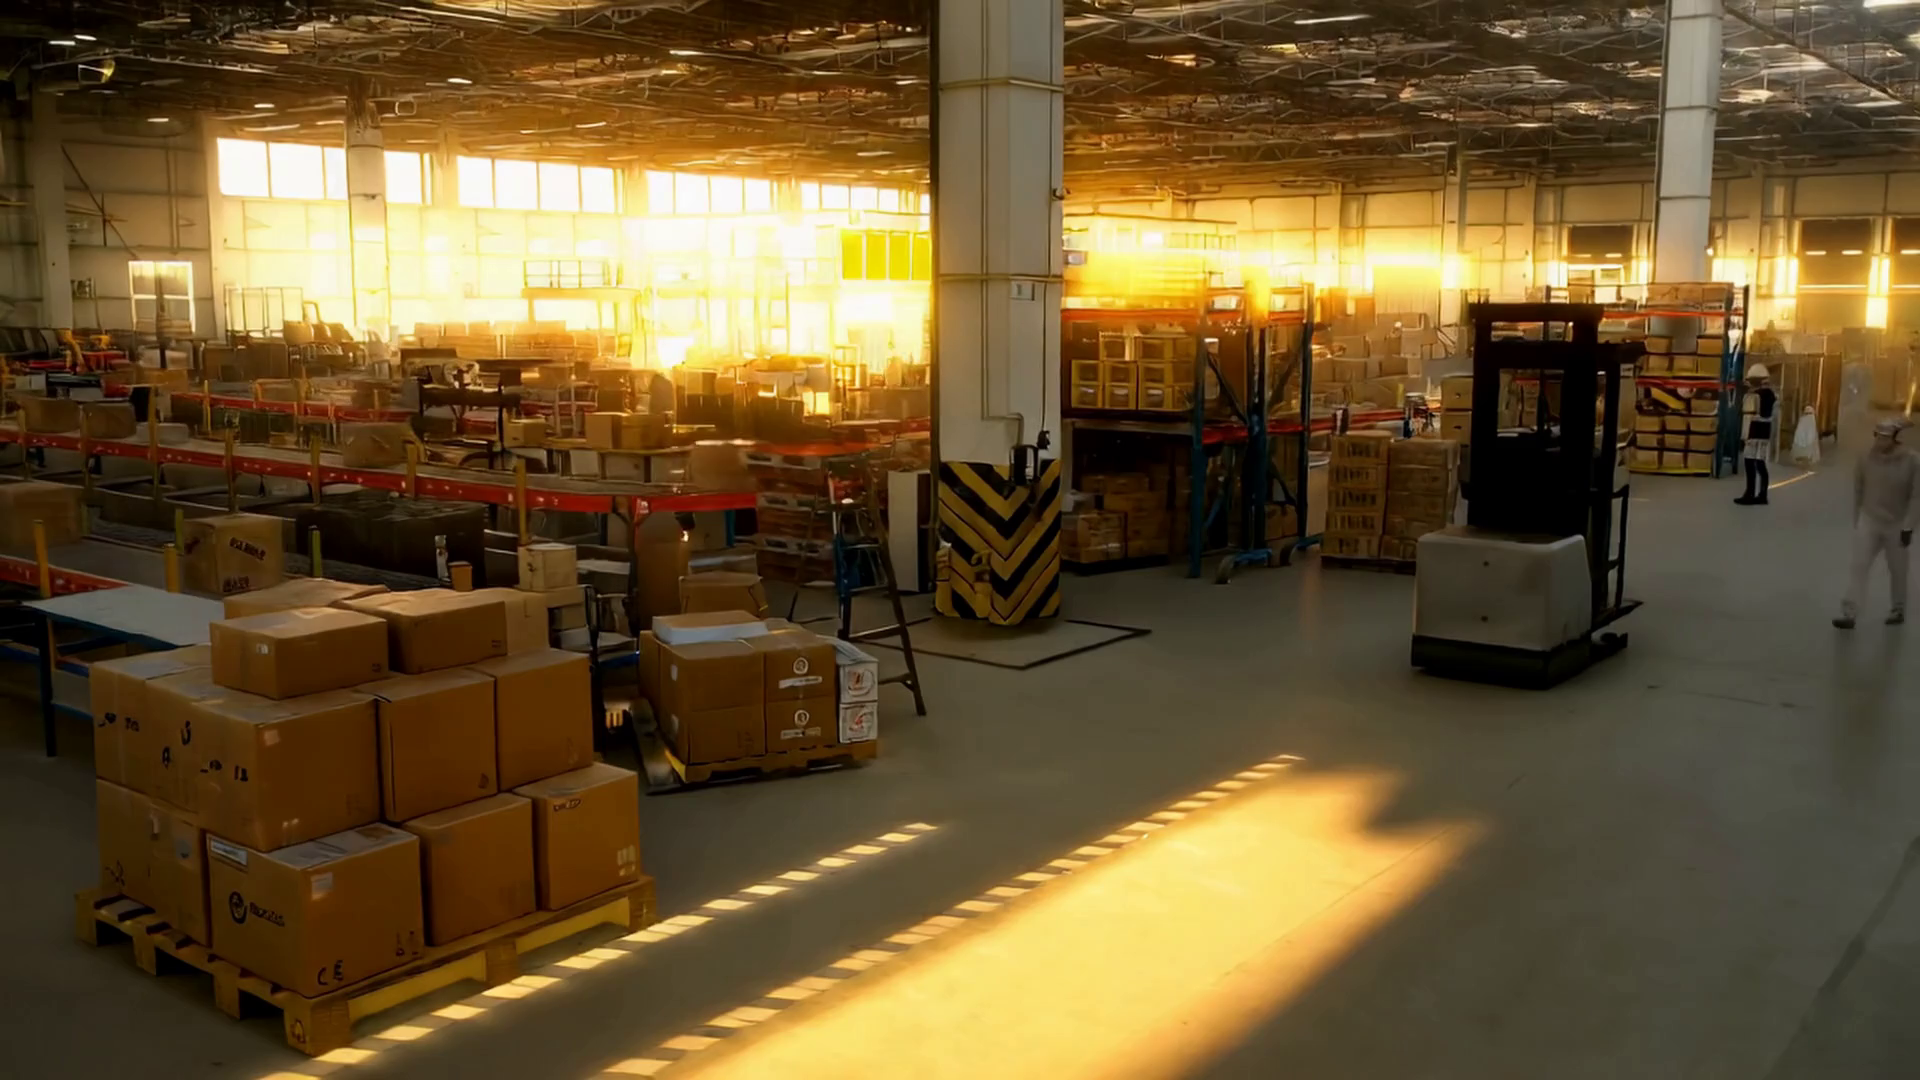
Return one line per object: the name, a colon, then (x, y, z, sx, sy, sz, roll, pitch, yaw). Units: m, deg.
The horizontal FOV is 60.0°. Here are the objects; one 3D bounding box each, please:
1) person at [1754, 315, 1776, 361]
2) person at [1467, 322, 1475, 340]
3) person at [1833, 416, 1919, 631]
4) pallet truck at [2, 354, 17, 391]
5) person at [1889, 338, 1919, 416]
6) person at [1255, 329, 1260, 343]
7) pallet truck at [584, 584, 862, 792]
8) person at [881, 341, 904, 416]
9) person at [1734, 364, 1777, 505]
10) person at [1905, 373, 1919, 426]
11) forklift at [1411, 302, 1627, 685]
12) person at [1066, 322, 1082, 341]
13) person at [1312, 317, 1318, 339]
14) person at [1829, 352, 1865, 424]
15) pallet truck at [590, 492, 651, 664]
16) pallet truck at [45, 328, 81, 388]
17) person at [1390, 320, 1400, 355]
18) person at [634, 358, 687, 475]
person: (34.616, -8.650, 71.336, 0.963, 1.948, 0.619, -1, 9, -9)
person: (24.603, -9.933, 80.170, 0.976, 1.868, 0.705, -4, 9, -24)
person: (7.922, -0.135, 14.283, 1.014, 1.852, 0.636, -7, 11, -39)
pallet truck: (-24.881, -4.417, 42.634, 1.885, 1.965, 0.823, 8, 11, 41)
person: (22.421, -3.854, 39.334, 0.556, 1.852, 0.529, 8, 11, 42)
person: (12.390, -8.163, 68.399, 0.506, 1.846, 0.351, 2, 9, 16)
pallet truck: (-1.426, 0.805, 10.019, 1.601, 1.201, 0.680, -4, 9, -26)
person: (-1.450, -3.204, 34.828, 0.573, 1.881, 0.994, 5, 10, 32)
person: (10.899, -1.437, 22.801, 0.539, 1.929, 0.383, -5, 10, -28)
person: (20.840, -3.287, 35.874, 0.832, 1.728, 0.548, -4, 9, -27)
forklift: (4.379, -0.438, 12.852, 1.129, 2.768, 1.873, 7, 11, 37)
person: (4.144, -6.989, 60.401, 0.593, 1.869, 0.594, 3, 9, 21)
person: (18.494, -10.930, 87.256, 0.644, 1.810, 0.436, -3, 9, -19)
person: (19.611, -3.343, 36.711, 0.754, 1.611, 0.524, 2, 9, 12)
pallet truck: (-3.115, 0.344, 12.883, 0.653, 1.274, 1.630, 7, 11, 37)
pallet truck: (-23.775, -4.544, 43.495, 1.885, 1.965, 0.823, 6, 10, 35)
person: (16.676, -7.440, 63.415, 0.584, 1.887, 0.635, 3, 9, 20)
person: (-4.830, -1.979, 26.643, 0.874, 1.877, 0.652, 2, 9, 11)
